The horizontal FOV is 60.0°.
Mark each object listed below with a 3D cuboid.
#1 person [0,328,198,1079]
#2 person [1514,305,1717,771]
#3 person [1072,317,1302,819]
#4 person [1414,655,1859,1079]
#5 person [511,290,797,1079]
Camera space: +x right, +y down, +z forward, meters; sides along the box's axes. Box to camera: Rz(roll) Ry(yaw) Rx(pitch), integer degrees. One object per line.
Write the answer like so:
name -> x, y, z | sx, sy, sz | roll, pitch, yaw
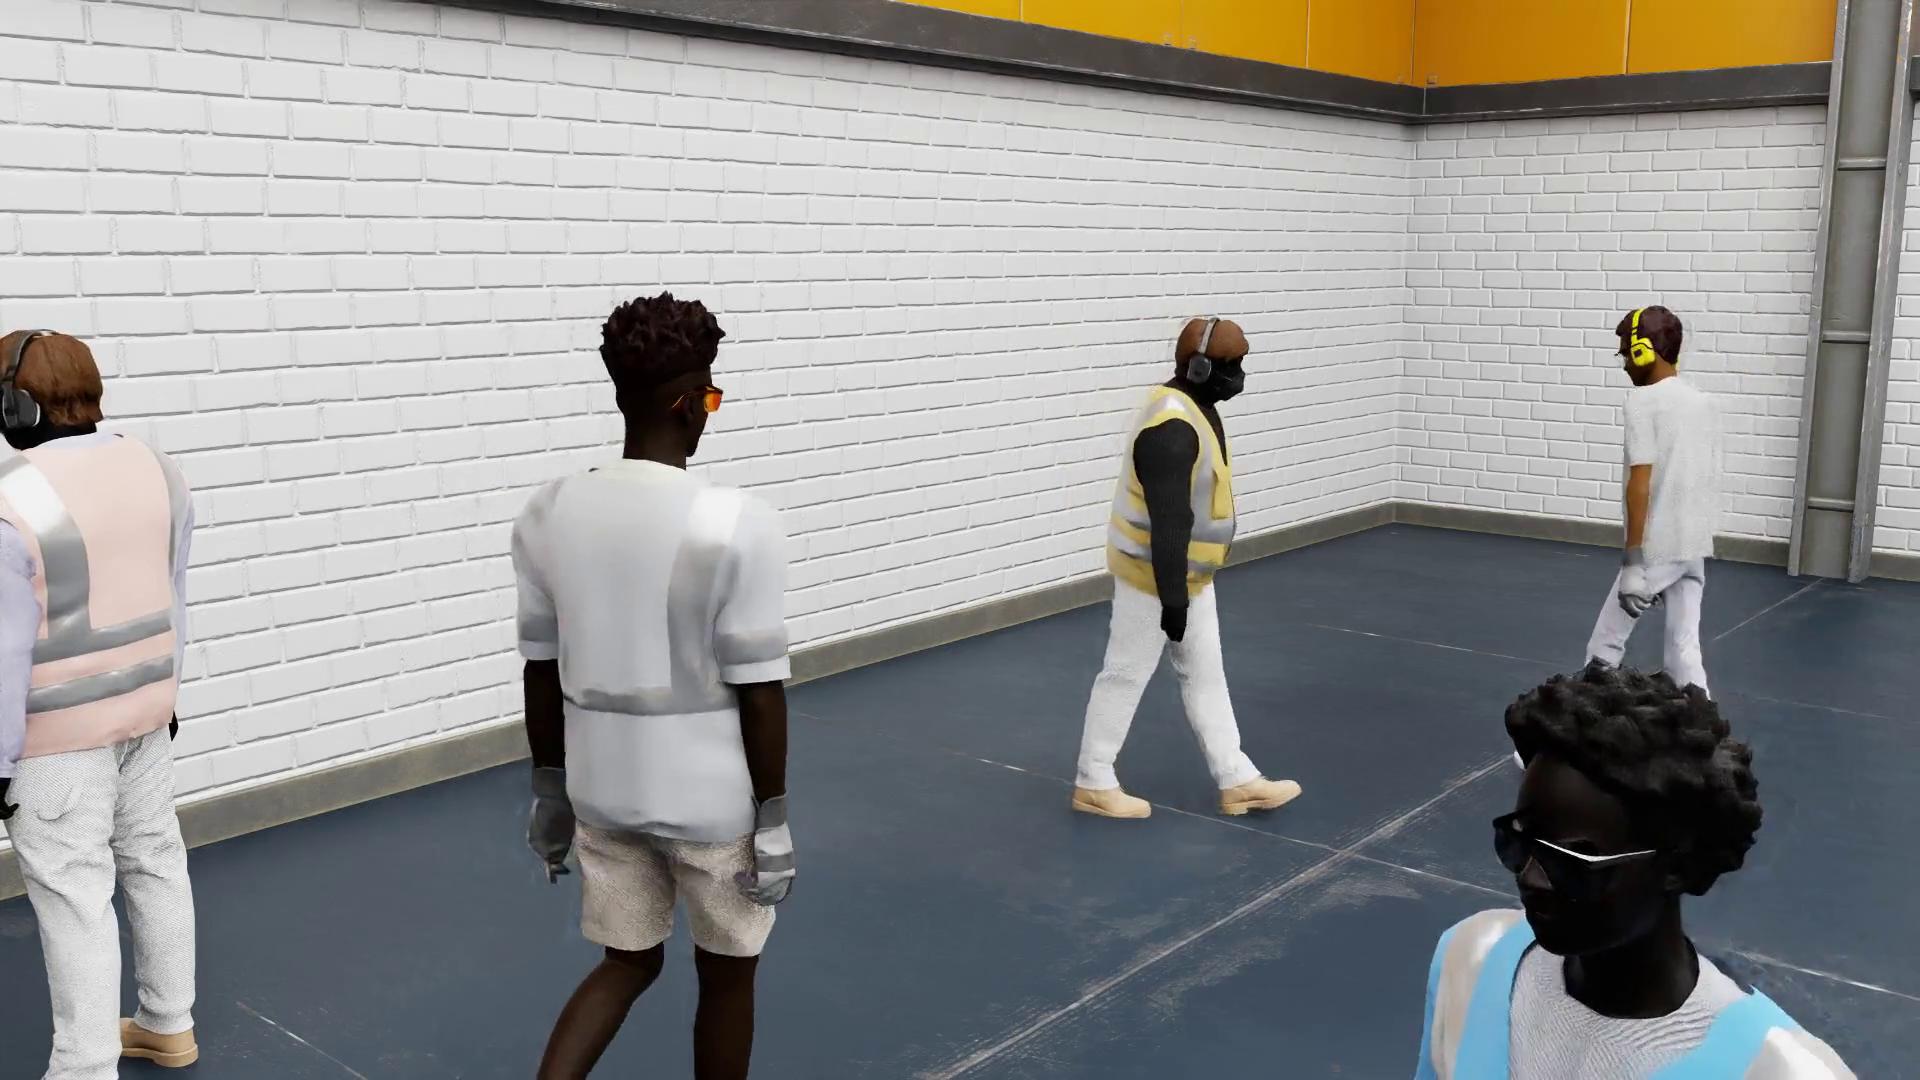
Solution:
person -> -2.063, 0.433, 3.885 | 0.429, 1.844, 0.627 | 2, 10, 14
person -> 2.442, 0.070, 6.028 | 0.586, 1.808, 0.892 | -6, 11, -29
person -> 0.794, 0.130, 5.789 | 0.863, 1.788, 0.642 | 4, 11, 22
person -> 0.655, 0.918, 1.667 | 0.883, 1.651, 0.546 | -4, 11, -22
person -> -0.618, 0.494, 3.245 | 0.611, 1.945, 0.725 | 5, 11, 26
